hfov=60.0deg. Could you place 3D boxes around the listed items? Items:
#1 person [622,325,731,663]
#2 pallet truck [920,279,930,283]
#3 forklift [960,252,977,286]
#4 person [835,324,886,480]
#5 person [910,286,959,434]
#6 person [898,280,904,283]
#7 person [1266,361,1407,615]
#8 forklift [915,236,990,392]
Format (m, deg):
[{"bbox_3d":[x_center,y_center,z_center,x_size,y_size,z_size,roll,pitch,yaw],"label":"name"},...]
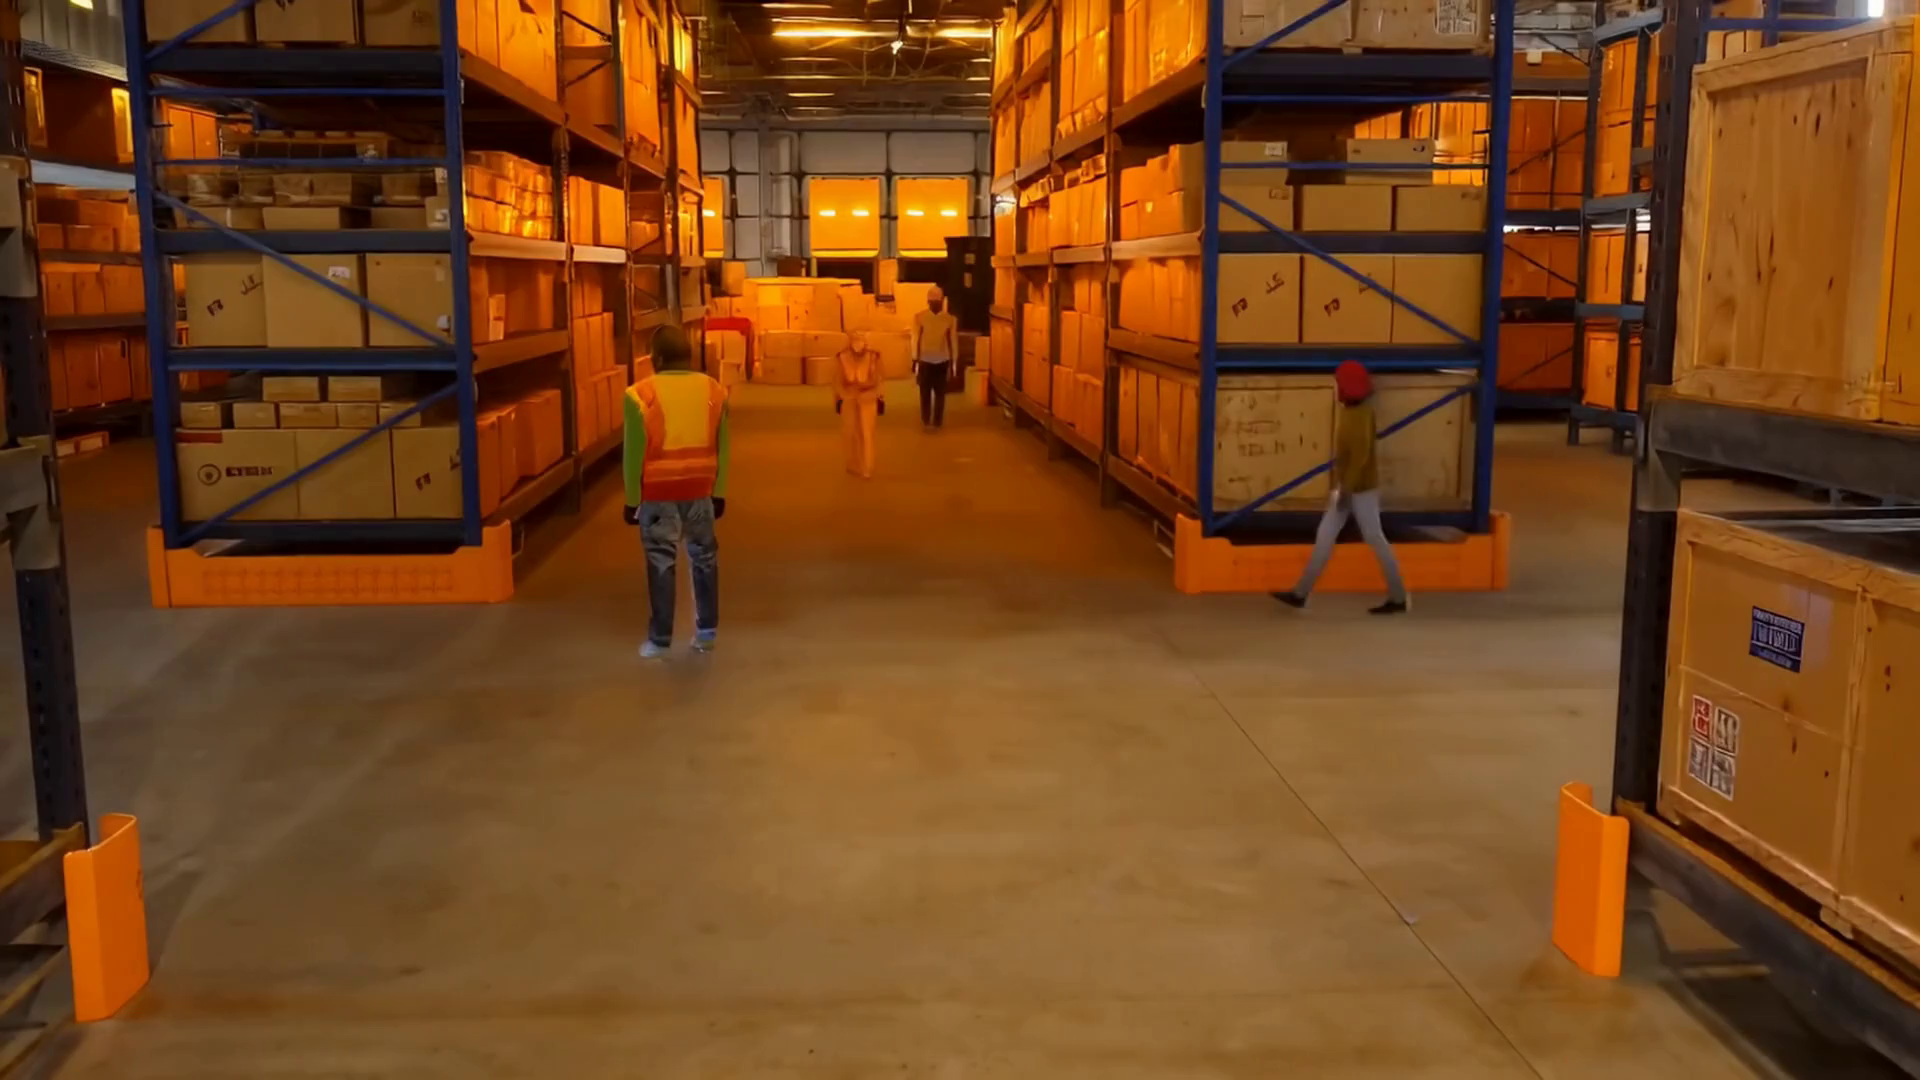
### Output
[{"bbox_3d":[-1.567,-0.252,9.151,0.633,1.846,0.429,-6,11,-34],"label":"person"},{"bbox_3d":[-0.932,-8.922,63.114,1.885,1.965,0.823,2,9,13],"label":"pallet truck"},{"bbox_3d":[0.137,-7.455,51.143,1.129,2.768,1.873,-2,9,-10],"label":"forklift"},{"bbox_3d":[-1.027,-1.444,17.329,0.548,1.615,0.484,1,9,9],"label":"person"},{"bbox_3d":[-0.336,-2.376,22.094,0.654,1.964,0.836,0,9,0],"label":"person"},{"bbox_3d":[-2.376,-9.165,64.910,0.882,1.905,0.578,3,9,17],"label":"person"},{"bbox_3d":[2.403,-0.313,10.353,0.881,1.583,0.518,-1,9,-4],"label":"person"},{"bbox_3d":[0.146,-4.169,30.509,1.129,2.768,1.873,8,12,40],"label":"forklift"}]
